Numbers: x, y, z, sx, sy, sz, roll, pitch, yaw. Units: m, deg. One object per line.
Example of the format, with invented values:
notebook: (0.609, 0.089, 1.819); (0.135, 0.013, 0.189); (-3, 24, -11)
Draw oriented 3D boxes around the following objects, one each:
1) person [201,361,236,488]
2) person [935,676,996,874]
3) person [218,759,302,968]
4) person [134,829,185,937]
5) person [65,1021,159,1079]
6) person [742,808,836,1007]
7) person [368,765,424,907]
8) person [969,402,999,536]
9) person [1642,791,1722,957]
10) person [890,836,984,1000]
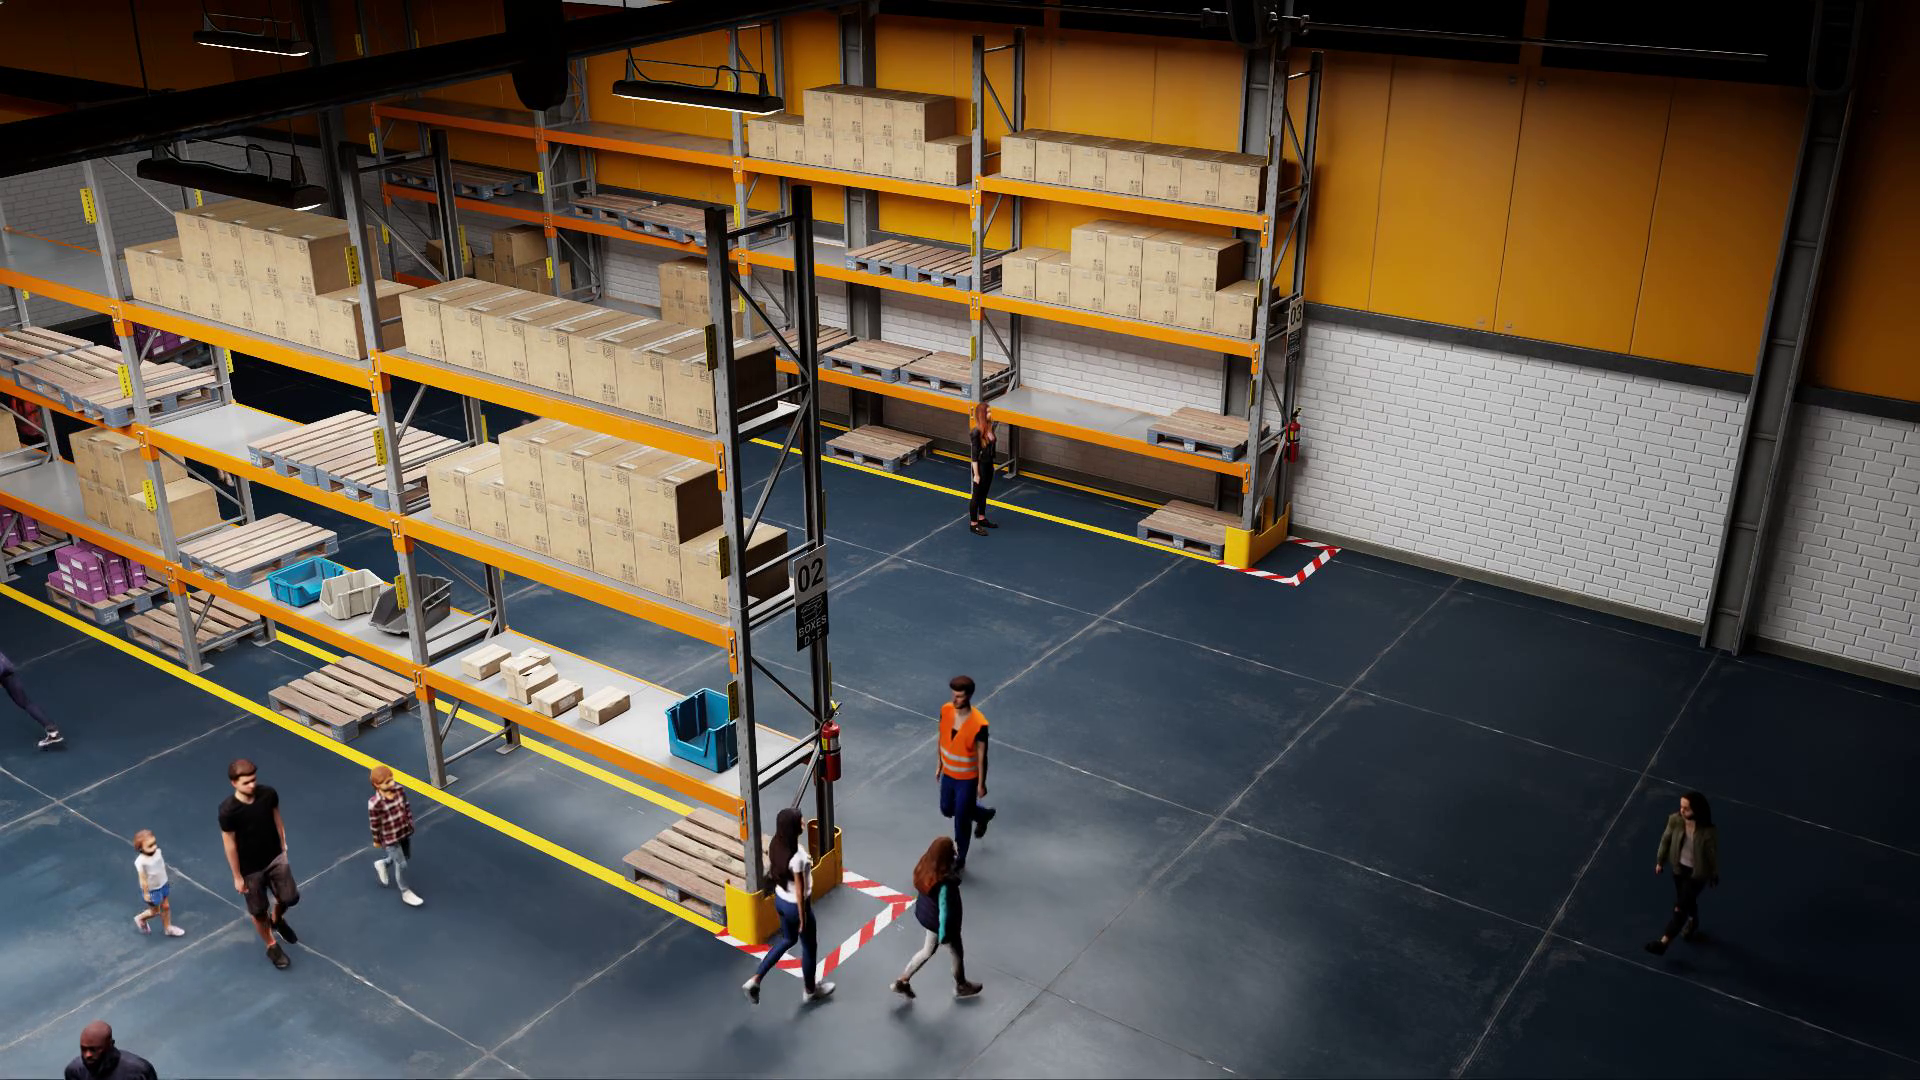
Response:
person: (-10.103, -1.585, 22.534); (0.796, 1.758, 0.650); (12, 27, 26)
person: (0.065, 1.960, 14.282); (0.962, 1.872, 0.816); (20, 31, 38)
person: (-5.565, 2.494, 13.087); (0.752, 1.851, 0.698); (19, 30, 37)
person: (-6.564, 2.779, 13.480); (0.643, 1.013, 0.515); (8, 25, 17)
person: (-5.194, 3.682, 10.437); (1.217, 1.797, 1.170); (1, 24, 2)
person: (-1.330, 2.796, 12.510); (0.886, 1.759, 0.996); (-14, 27, -30)
person: (-4.781, 2.432, 13.927); (0.821, 1.291, 0.566); (13, 27, 27)
person: (0.275, -0.931, 21.095); (0.540, 1.713, 0.622); (13, 27, 27)
person: (5.884, 2.631, 13.293); (0.896, 1.435, 0.991); (-17, 29, -34)
person: (-0.214, 2.892, 12.646); (0.968, 1.474, 0.974); (-8, 25, -18)
